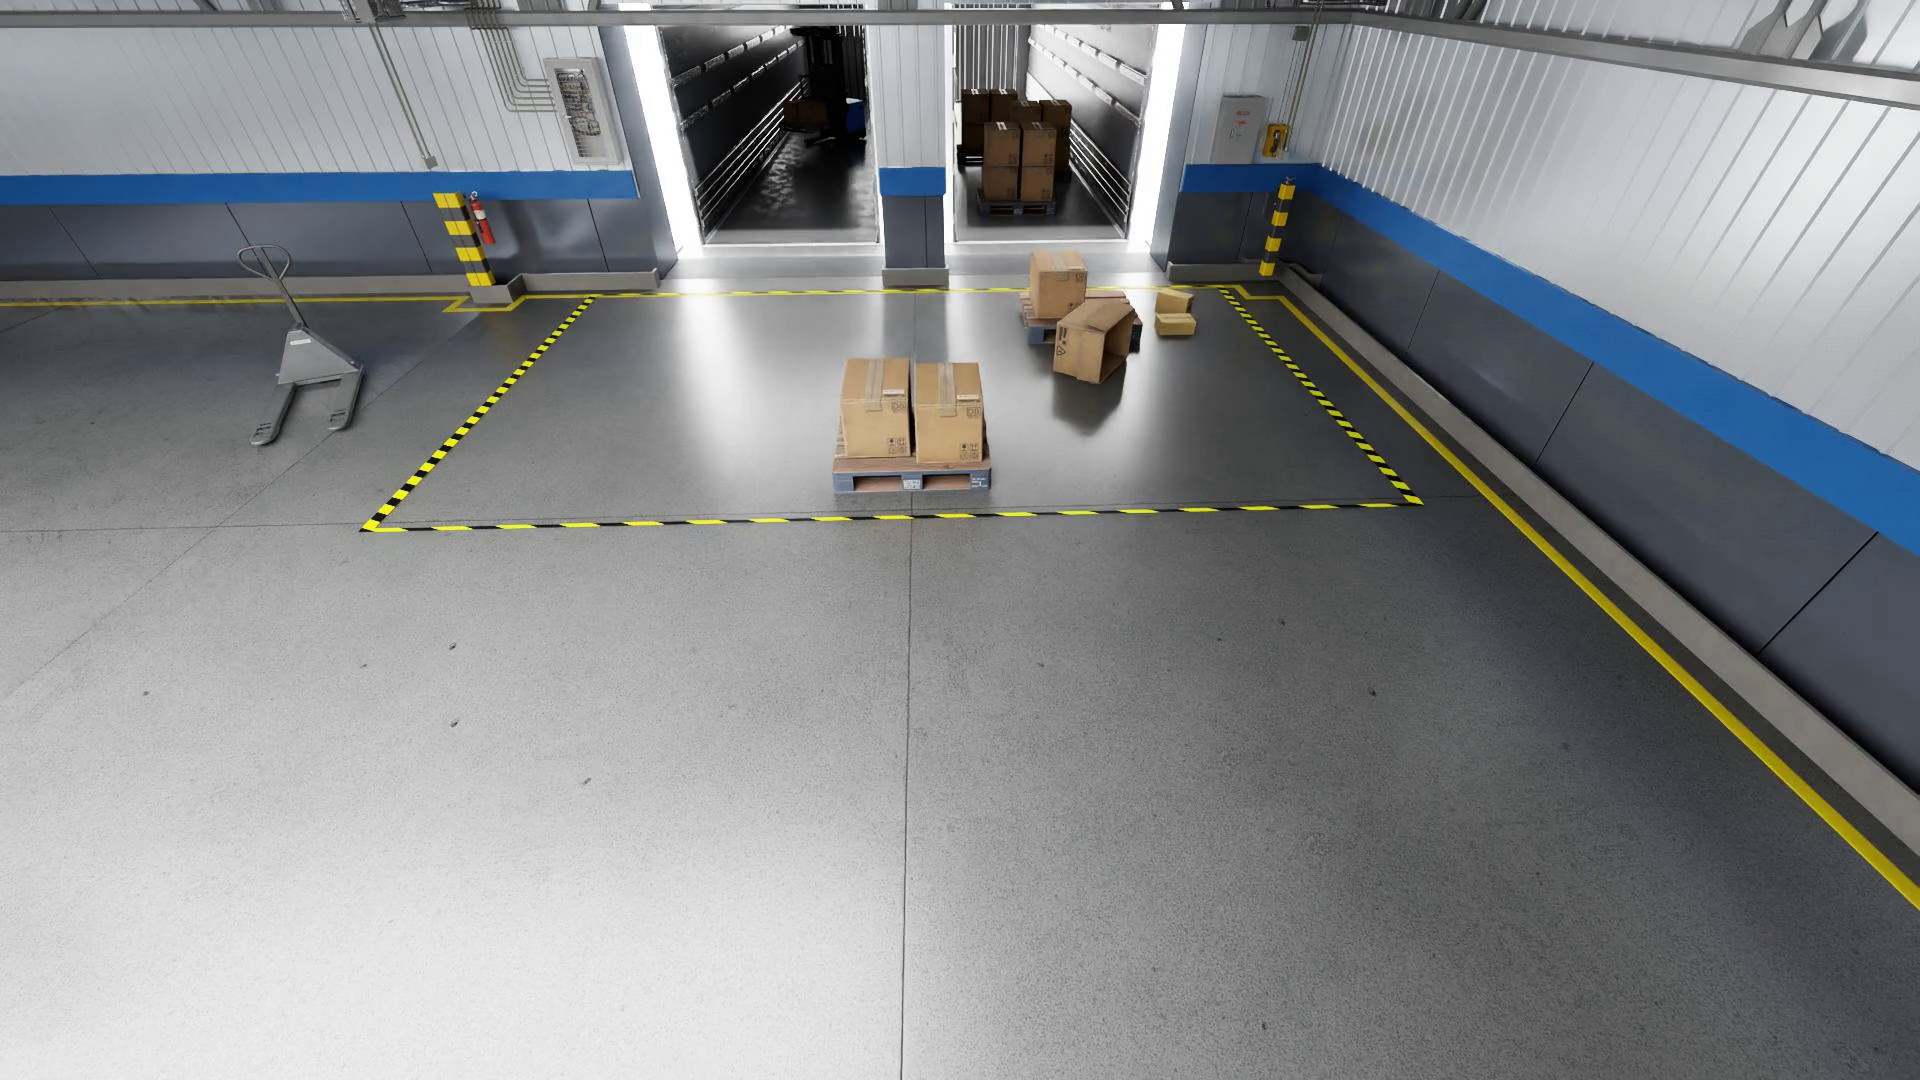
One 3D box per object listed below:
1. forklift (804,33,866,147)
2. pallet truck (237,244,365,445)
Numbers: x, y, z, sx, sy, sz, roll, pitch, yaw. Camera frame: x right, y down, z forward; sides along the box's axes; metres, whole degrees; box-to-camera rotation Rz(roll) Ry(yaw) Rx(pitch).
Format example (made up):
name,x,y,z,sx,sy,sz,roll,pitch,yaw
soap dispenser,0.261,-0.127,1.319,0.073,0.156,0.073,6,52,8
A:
name,x,y,z,sx,sy,sz,roll,pitch,yaw
forklift,-2.628,-9.748,15.821,0.716,2.013,0.776,19,42,23
pallet truck,-5.915,-1.733,6.366,0.680,1.201,1.601,-18,42,-21
